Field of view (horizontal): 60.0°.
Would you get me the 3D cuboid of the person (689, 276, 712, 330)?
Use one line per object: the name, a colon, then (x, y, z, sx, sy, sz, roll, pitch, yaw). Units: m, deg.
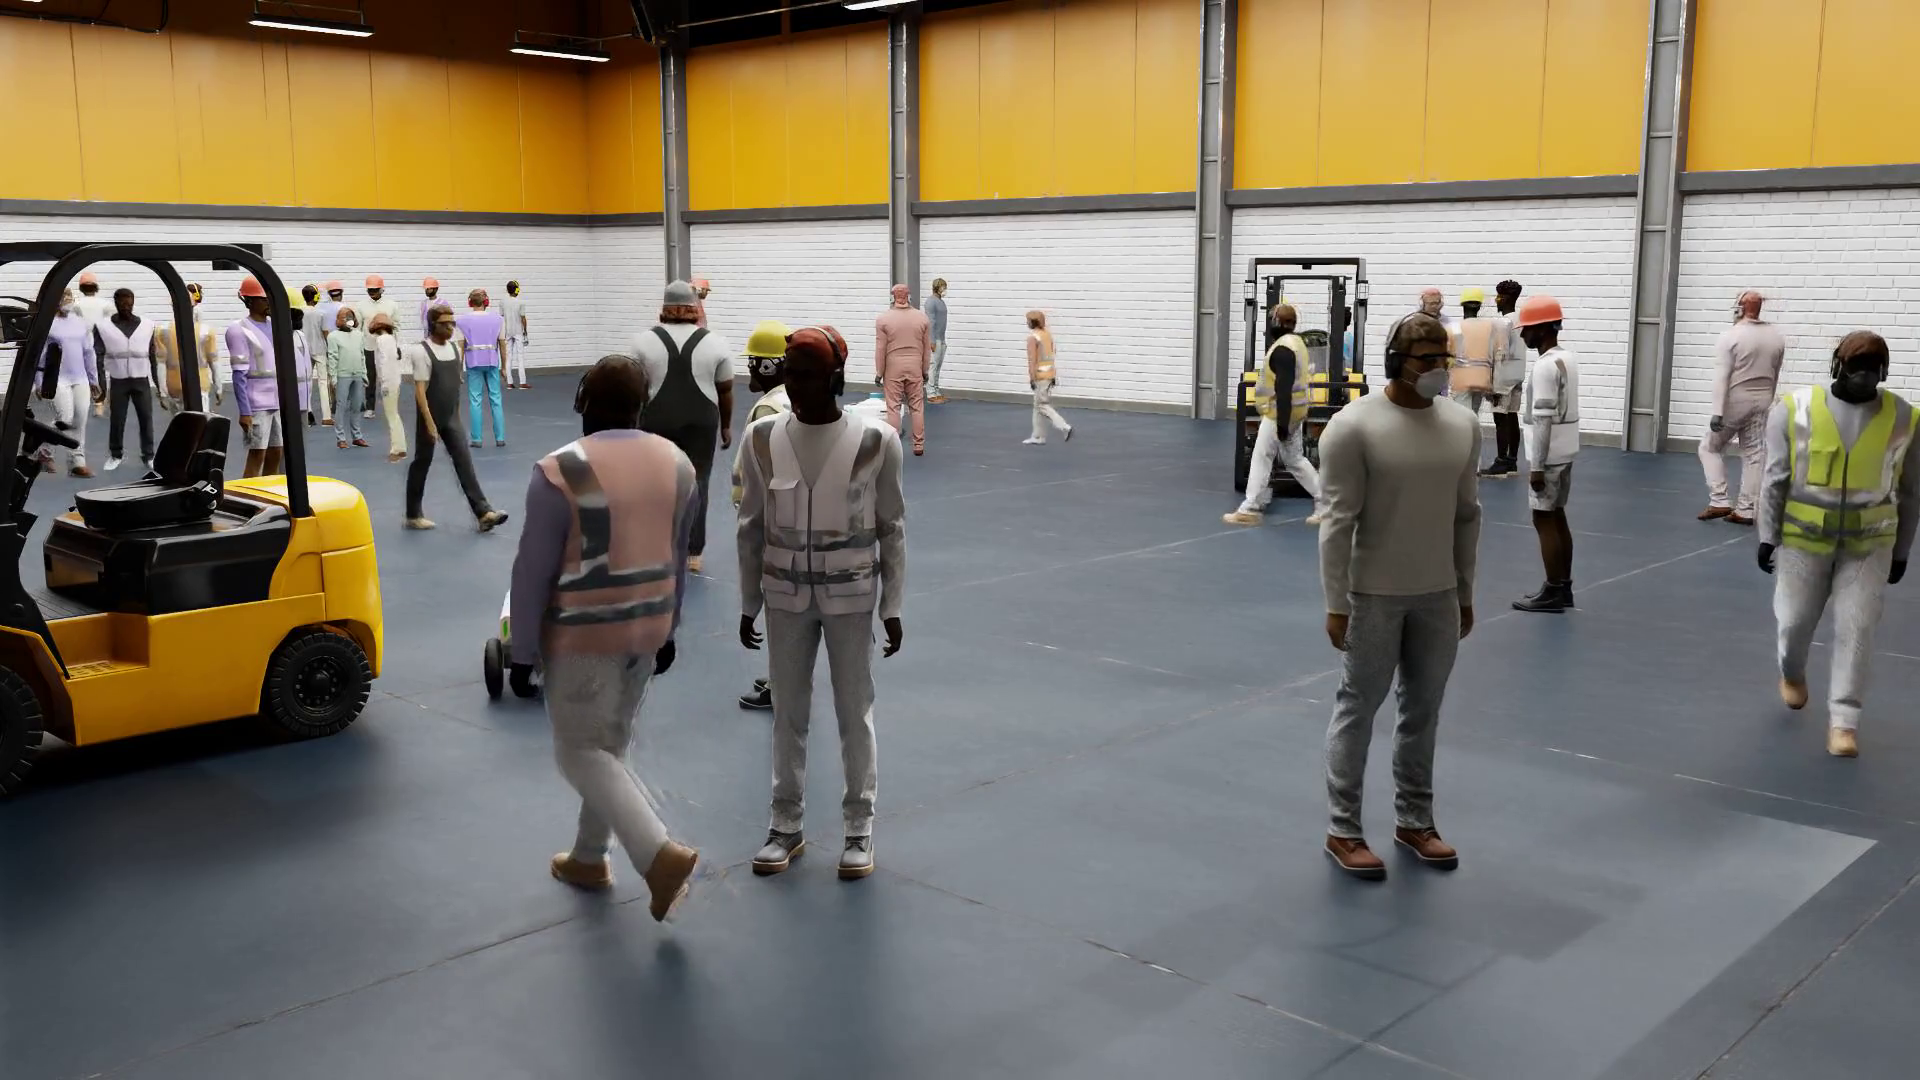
person: (-3.879, -2.818, 24.008, 0.619, 1.965, 0.644, 1, 9, 4)

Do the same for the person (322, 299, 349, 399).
person: (-9.054, -2.680, 24.188, 0.443, 1.623, 0.547, 6, 11, 30)

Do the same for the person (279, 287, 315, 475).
person: (-5.458, -1.102, 13.617, 0.377, 1.923, 0.595, 1, 9, 5)

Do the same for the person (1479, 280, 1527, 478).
person: (5.424, -1.601, 16.554, 0.367, 1.966, 0.607, 8, 12, 42)

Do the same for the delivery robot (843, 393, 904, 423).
delivery robot: (-1.045, -1.545, 20.241, 0.707, 0.478, 0.477, -3, 10, -17)

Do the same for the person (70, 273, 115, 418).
person: (-12.228, -2.738, 23.396, 0.629, 1.995, 0.977, -7, 11, -36)

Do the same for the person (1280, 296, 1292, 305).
person: (3.662, -1.911, 19.089, 0.319, 1.763, 0.522, 2, 10, 15)

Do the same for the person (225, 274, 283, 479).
person: (-5.423, -1.060, 13.004, 0.374, 2.042, 0.615, 2, 9, 11)

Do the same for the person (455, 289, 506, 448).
person: (-5.545, -1.986, 19.296, 0.564, 1.842, 0.393, -4, 10, -24)

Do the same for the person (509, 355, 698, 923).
person: (-1.109, 0.314, 5.321, 0.820, 1.806, 0.649, 7, 12, 38)

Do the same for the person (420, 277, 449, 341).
person: (-8.535, -3.290, 26.996, 0.545, 1.939, 0.374, 4, 10, 24)

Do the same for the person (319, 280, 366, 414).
person: (-8.920, -2.779, 23.942, 0.562, 1.903, 0.637, 3, 10, 15)

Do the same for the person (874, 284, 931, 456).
person: (-0.641, -1.867, 18.386, 0.639, 1.904, 0.407, -3, 10, -17)

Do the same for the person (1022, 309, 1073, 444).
person: (1.031, -1.898, 19.462, 0.636, 1.608, 0.557, 5, 10, 26)

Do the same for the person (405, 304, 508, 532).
person: (-4.038, -0.942, 13.032, 0.980, 1.790, 0.518, 5, 11, 30)

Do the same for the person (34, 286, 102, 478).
person: (-8.861, -1.561, 16.450, 0.490, 1.919, 0.639, 4, 10, 24)

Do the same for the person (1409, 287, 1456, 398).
person: (4.763, -1.634, 17.001, 0.689, 1.885, 0.467, -1, 9, -4)

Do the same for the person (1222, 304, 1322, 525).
person: (2.648, -1.003, 13.425, 0.893, 1.803, 0.635, 4, 10, 21)

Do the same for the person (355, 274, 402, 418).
person: (-8.079, -2.682, 23.103, 0.623, 1.990, 0.390, -2, 9, -13)

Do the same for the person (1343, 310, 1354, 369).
person: (3.999, -1.615, 17.477, 0.319, 1.693, 0.532, 4, 10, 21)

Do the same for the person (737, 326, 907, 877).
person: (-0.475, 0.216, 5.669, 0.584, 1.881, 0.337, 2, 9, 10)

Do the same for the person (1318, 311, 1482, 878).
person: (1.505, 0.188, 5.709, 0.632, 1.933, 0.369, -3, 10, -20)

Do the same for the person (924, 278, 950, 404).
person: (-0.354, -3.070, 25.665, 0.371, 1.935, 0.627, 3, 10, 15)

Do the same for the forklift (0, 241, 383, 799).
forklift: (-3.706, -0.171, 7.093, 1.214, 2.155, 2.313, 9, 13, 43)

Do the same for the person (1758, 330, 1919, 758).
person: (3.835, -0.014, 7.282, 0.635, 1.818, 0.710, 4, 10, 24)

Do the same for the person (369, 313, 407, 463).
person: (-6.195, -1.642, 17.936, 0.326, 1.597, 0.620, -1, 9, -7)

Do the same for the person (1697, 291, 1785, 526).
person: (6.301, -1.069, 13.507, 0.666, 1.889, 0.543, -3, 10, -15)

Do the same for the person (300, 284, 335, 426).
person: (-8.490, -2.422, 21.885, 0.507, 1.872, 0.329, 1, 9, 4)

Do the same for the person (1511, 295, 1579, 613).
person: (3.519, -0.513, 10.063, 0.431, 1.919, 0.547, 6, 11, 32)

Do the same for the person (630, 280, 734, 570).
person: (-1.948, -0.847, 11.708, 0.704, 2.000, 1.012, -2, 9, -10)

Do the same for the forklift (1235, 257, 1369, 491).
forklift: (3.309, -1.629, 16.029, 1.214, 2.155, 2.313, 2, 9, 11)

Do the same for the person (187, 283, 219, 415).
person: (-10.771, -2.674, 23.450, 0.530, 1.864, 0.311, 5, 11, 29)

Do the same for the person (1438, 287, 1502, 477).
person: (4.927, -1.505, 16.185, 0.579, 1.896, 0.595, -2, 9, -12)

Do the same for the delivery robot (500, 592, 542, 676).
delivery robot: (-2.106, 0.397, 8.313, 0.477, 0.478, 0.707, -2, 10, -12)

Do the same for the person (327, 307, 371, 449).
person: (-7.066, -1.873, 19.239, 0.269, 1.632, 0.509, 6, 11, 31)

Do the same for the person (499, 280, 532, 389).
person: (-7.704, -3.538, 28.742, 0.521, 1.868, 0.336, 2, 10, 13)

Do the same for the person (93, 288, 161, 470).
person: (-8.579, -1.642, 17.138, 0.651, 1.883, 0.639, -7, 12, -37)

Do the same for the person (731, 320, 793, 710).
person: (-0.874, -0.118, 7.871, 0.404, 1.833, 0.590, 1, 9, 7)

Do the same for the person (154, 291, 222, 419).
person: (-7.473, -1.492, 16.126, 0.560, 1.896, 0.984, -4, 10, -22)
